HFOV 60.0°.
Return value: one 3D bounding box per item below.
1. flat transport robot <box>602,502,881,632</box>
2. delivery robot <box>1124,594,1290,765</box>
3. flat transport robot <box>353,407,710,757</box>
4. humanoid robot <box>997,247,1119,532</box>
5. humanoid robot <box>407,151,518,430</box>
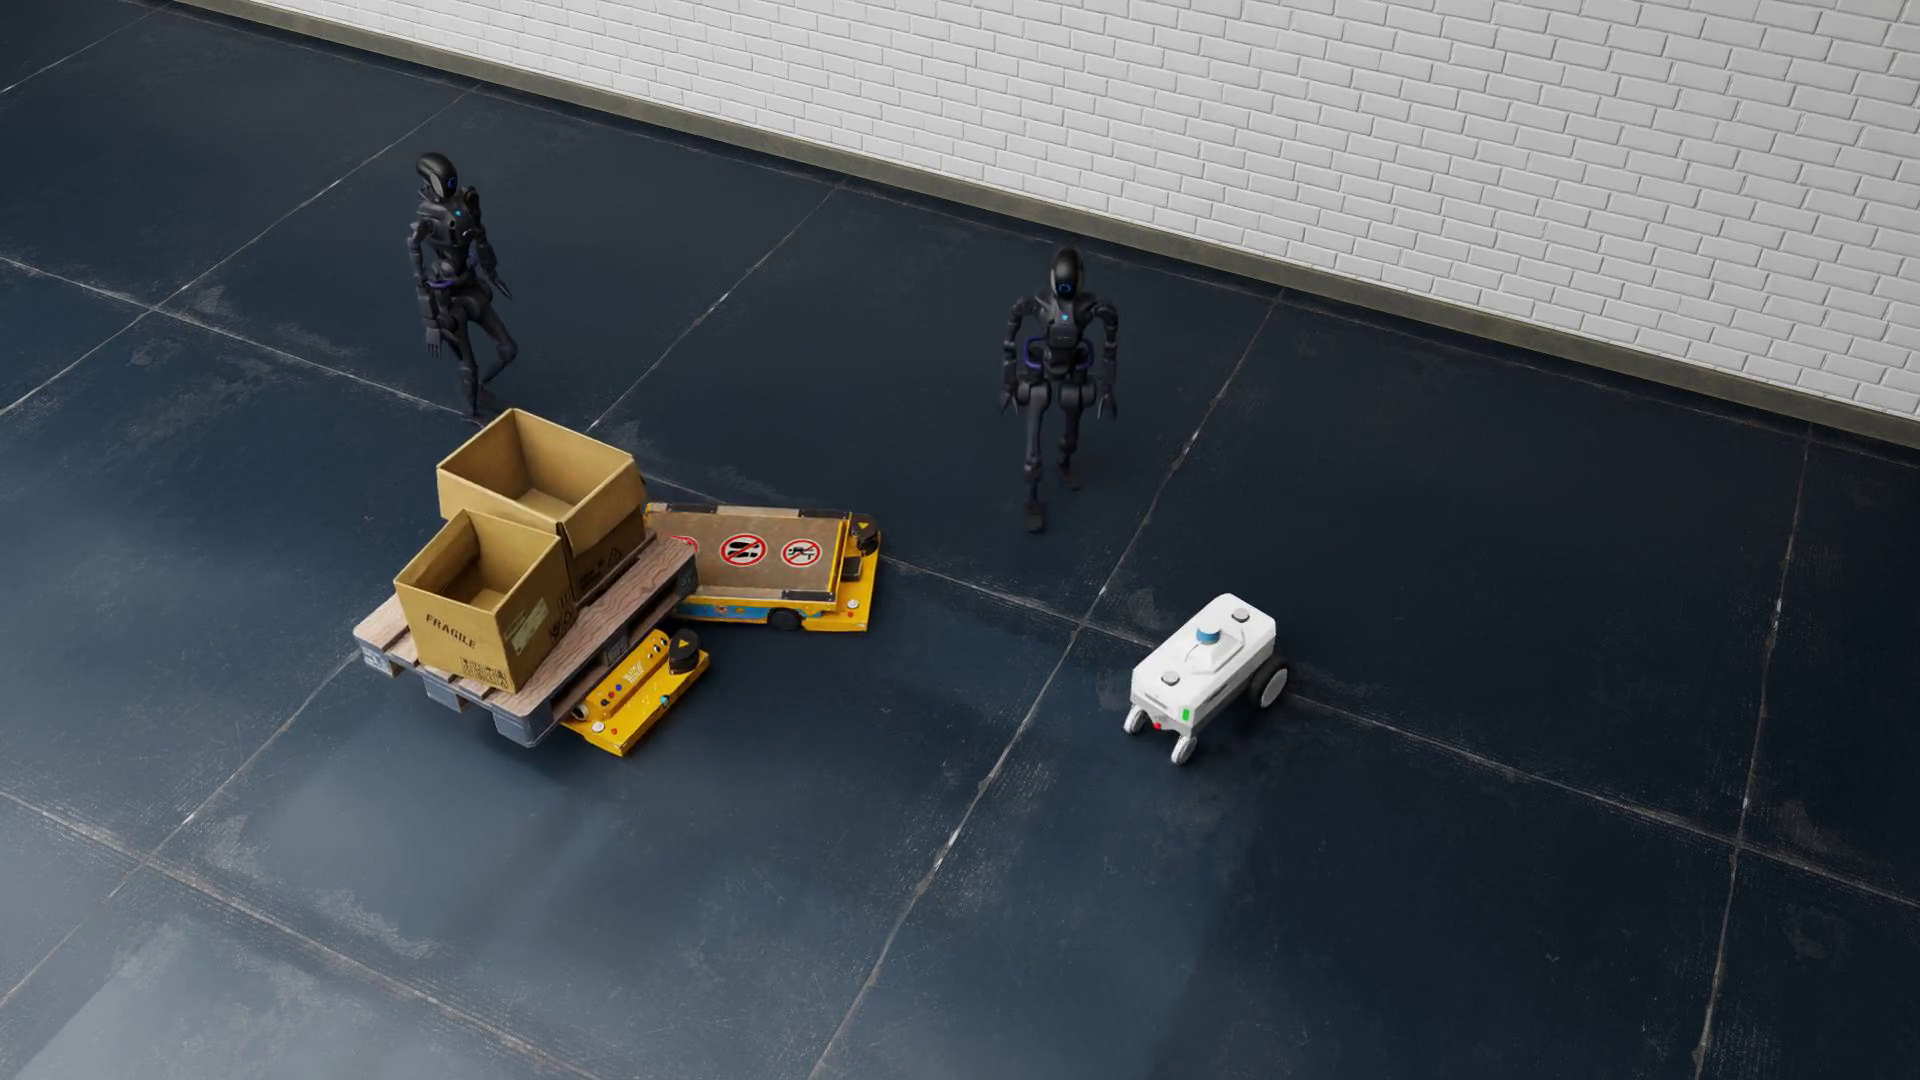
[{"bbox_3d":[-1.131,0.130,8.115,1.431,0.231,0.659,3,43,3],"label":"flat transport robot"},{"bbox_3d":[1.085,0.572,7.405,0.499,0.563,0.738,32,52,30],"label":"delivery robot"},{"bbox_3d":[-1.937,0.464,7.755,1.431,0.231,0.659,22,47,22],"label":"flat transport robot"},{"bbox_3d":[0.478,-0.803,8.120,0.594,1.609,0.603,0,43,0],"label":"humanoid robot"},{"bbox_3d":[-2.591,-1.267,8.584,0.358,1.640,0.611,17,46,18],"label":"humanoid robot"}]
